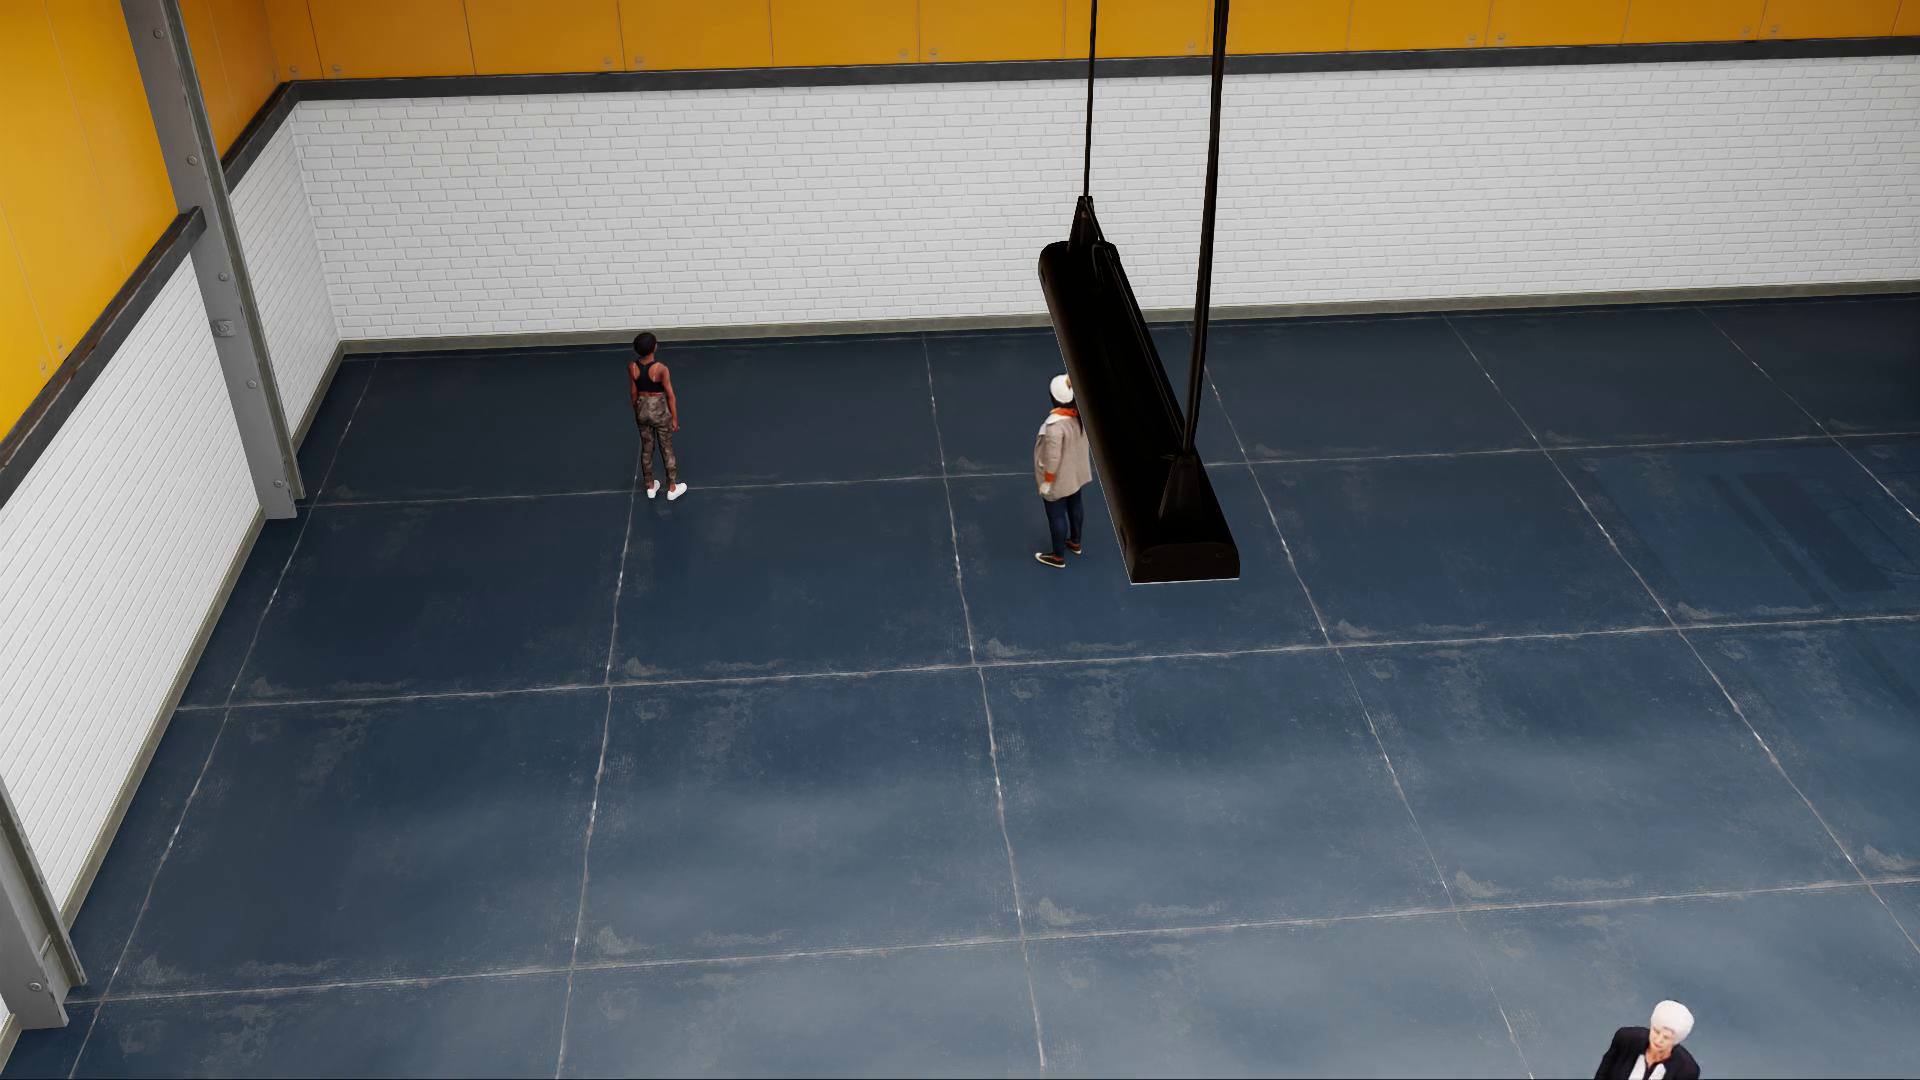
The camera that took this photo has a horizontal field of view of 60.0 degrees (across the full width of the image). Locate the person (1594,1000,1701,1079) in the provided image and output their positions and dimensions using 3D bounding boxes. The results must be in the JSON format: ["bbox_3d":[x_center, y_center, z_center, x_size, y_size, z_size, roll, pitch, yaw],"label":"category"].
[{"bbox_3d":[3.607,3.080,8.976,0.978,1.777,0.945,25,41,33],"label":"person"}]

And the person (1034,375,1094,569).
[{"bbox_3d":[0.915,-0.633,14.497,0.884,1.887,0.820,24,40,32],"label":"person"}]

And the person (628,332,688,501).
[{"bbox_3d":[-2.849,-1.158,15.456,0.637,1.699,0.612,7,34,11],"label":"person"}]
